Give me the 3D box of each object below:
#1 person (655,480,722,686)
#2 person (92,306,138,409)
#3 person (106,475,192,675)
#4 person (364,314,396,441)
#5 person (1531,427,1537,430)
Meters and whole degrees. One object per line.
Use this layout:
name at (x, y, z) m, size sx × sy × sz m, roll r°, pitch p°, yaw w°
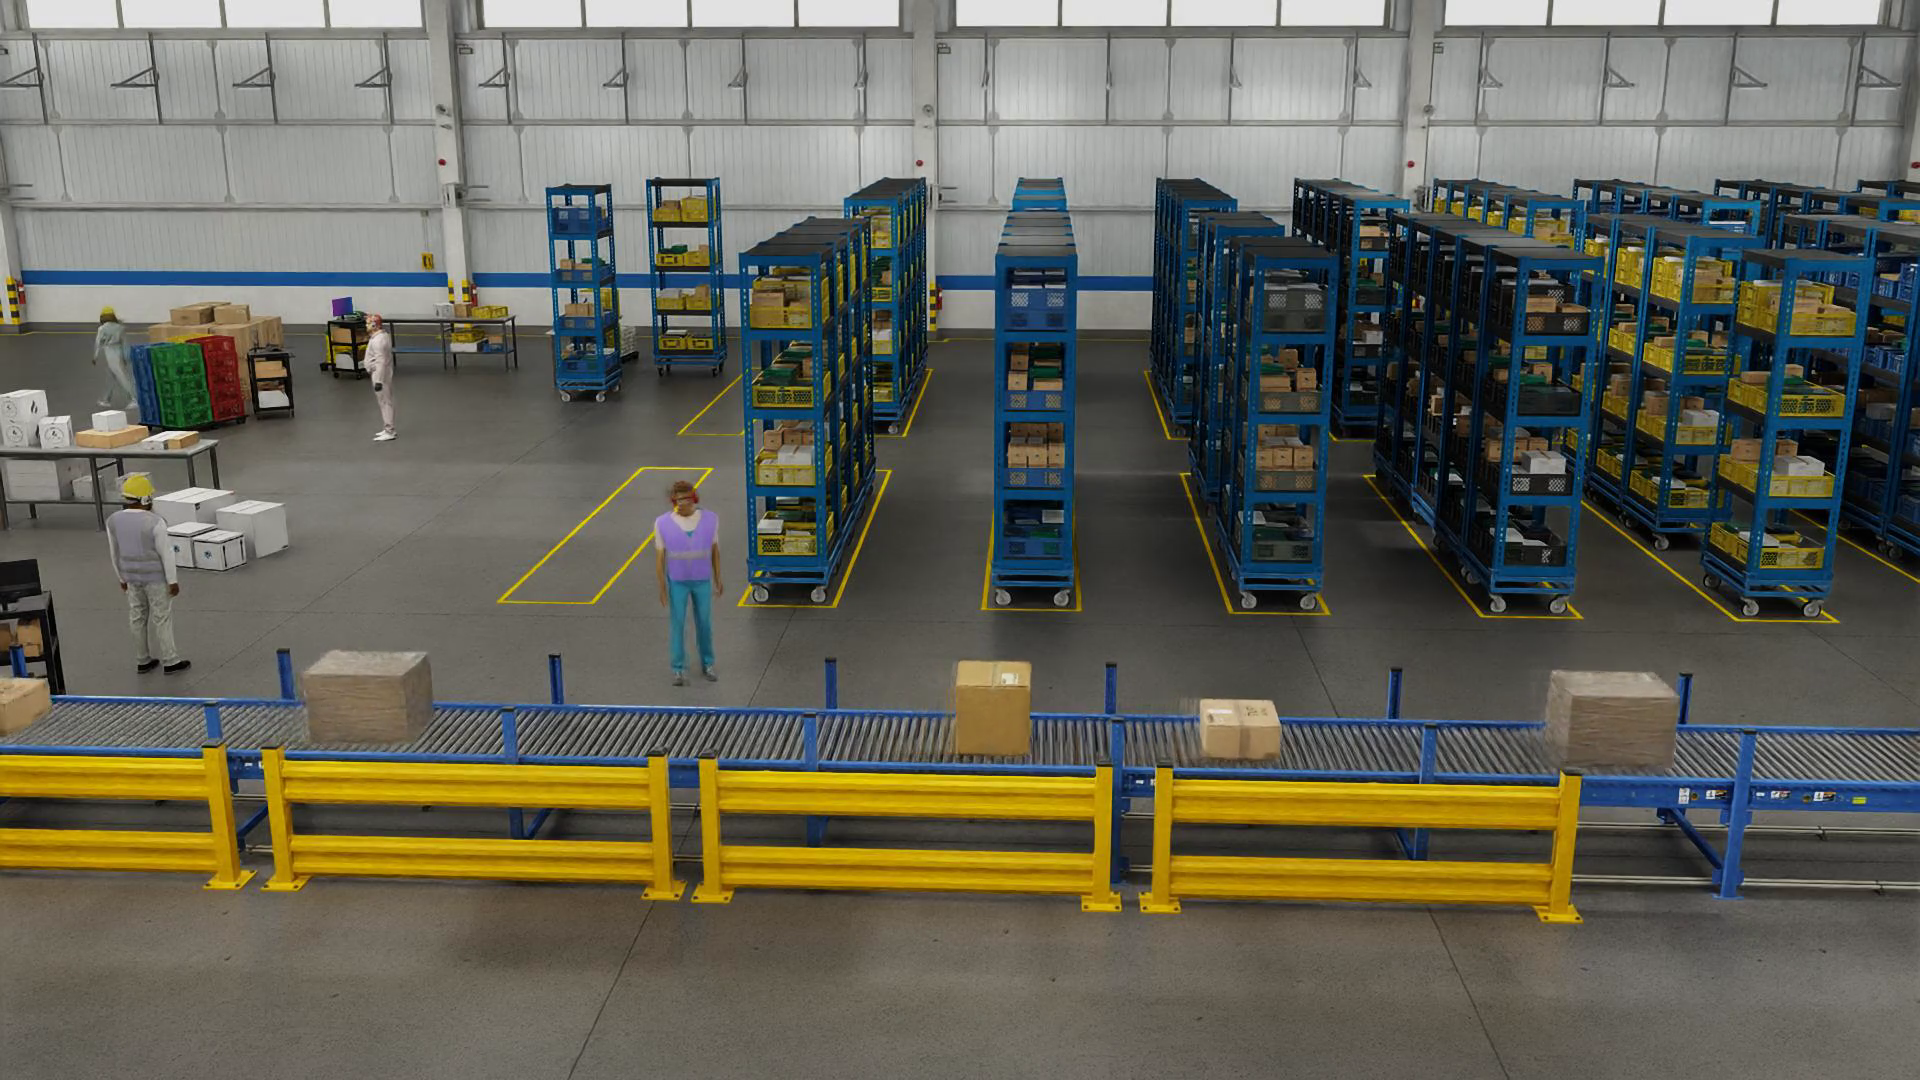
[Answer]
person at (-2.399, 0.359, 14.710) m, size 0.570 × 1.843 × 0.372 m, roll -5°, pitch 16°, yaw -18°
person at (-14.018, -3.030, 27.601) m, size 0.940 × 1.679 × 0.496 m, roll 4°, pitch 16°, yaw 15°
person at (-7.264, 0.316, 14.891) m, size 0.600 × 1.832 × 0.404 m, roll 3°, pitch 15°, yaw 11°
person at (-8.730, -2.449, 25.016) m, size 0.400 × 1.910 × 0.643 m, roll -3°, pitch 15°, yaw -10°
person at (7.350, -1.598, 22.067) m, size 0.719 × 1.781 × 0.841 m, roll -6°, pitch 16°, yaw -21°
